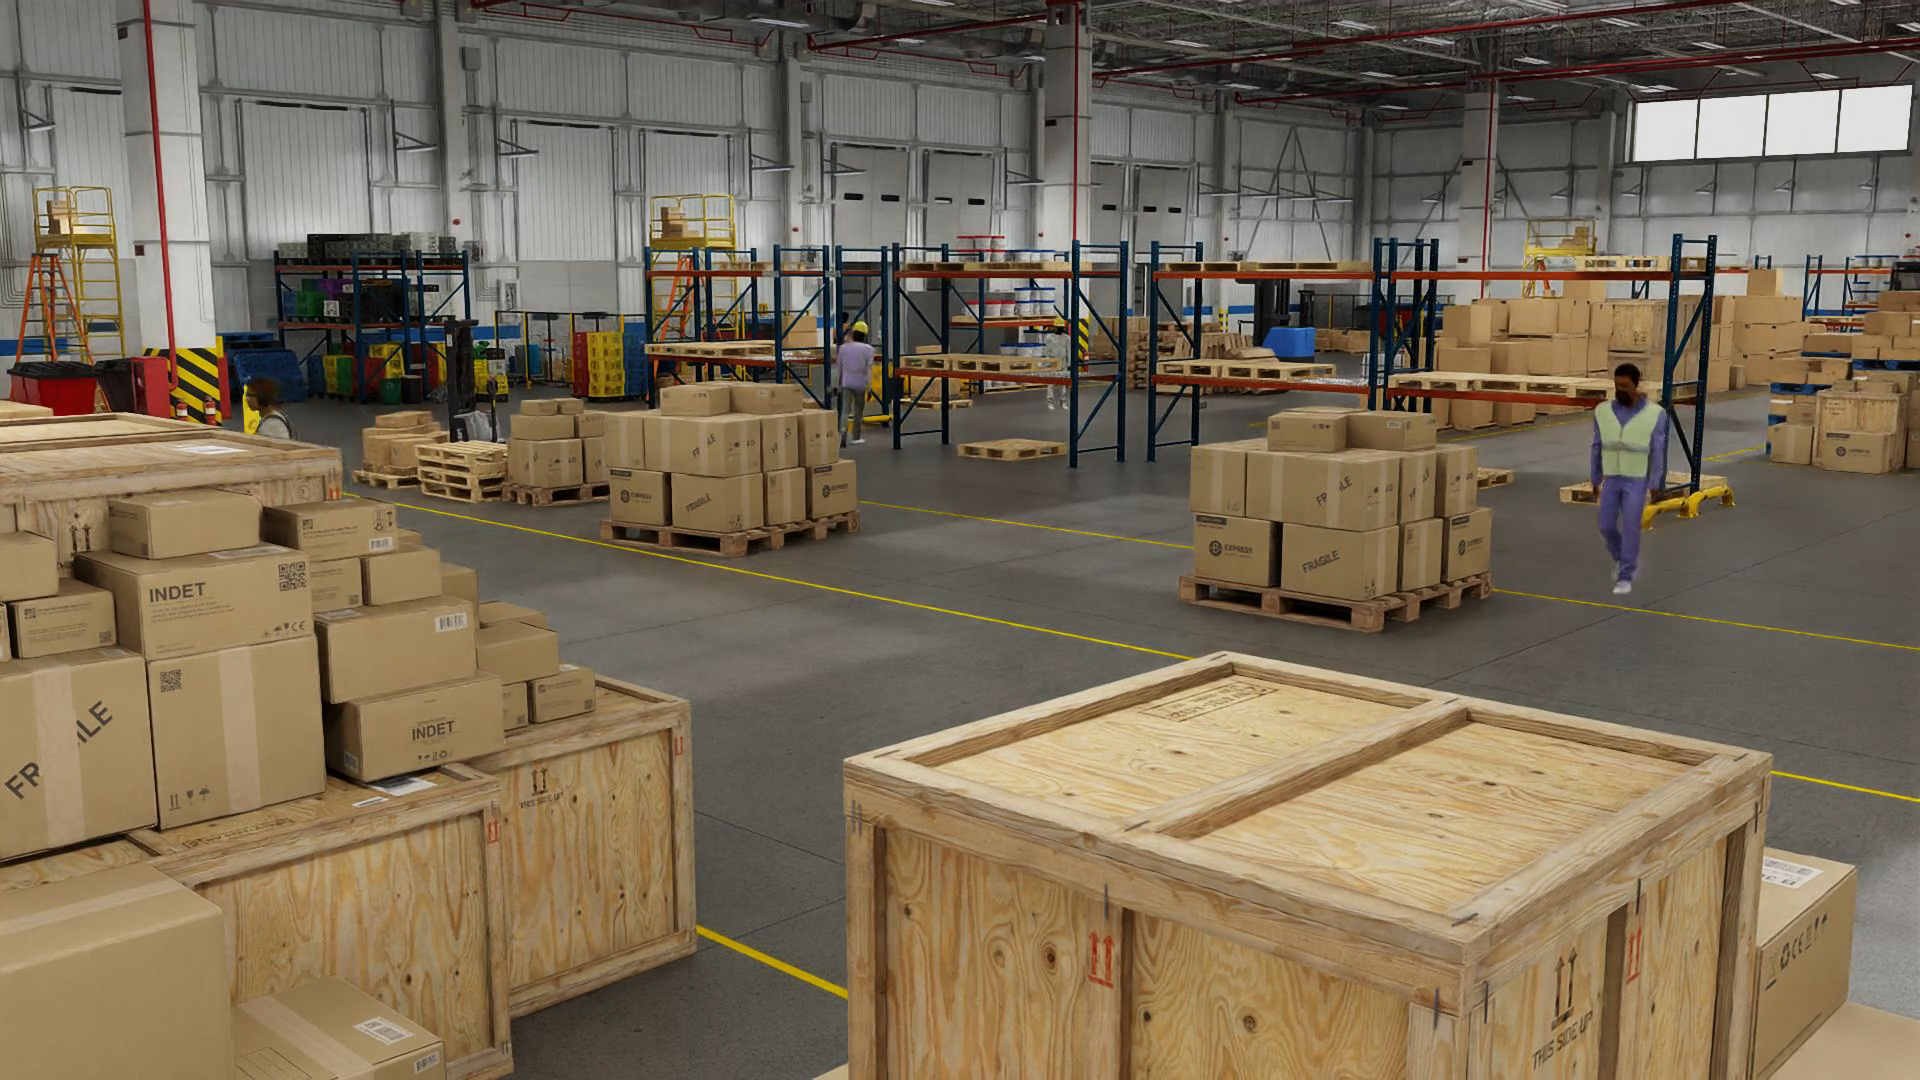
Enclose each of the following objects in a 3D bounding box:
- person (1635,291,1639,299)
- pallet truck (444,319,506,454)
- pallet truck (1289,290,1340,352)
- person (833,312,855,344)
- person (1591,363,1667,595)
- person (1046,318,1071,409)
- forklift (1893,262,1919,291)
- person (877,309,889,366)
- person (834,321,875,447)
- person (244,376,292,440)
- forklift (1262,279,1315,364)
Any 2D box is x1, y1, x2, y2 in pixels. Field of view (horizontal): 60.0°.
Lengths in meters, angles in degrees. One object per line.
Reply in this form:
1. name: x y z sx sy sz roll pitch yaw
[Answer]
1. person: 22.601 -7.403 55.861 0.363 1.934 0.630 9 13 43
2. pallet truck: -6.981 -1.942 22.150 1.885 1.965 0.823 1 9 9
3. pallet truck: 11.297 -6.951 52.861 1.885 1.965 0.823 -5 11 -29
4. person: -2.634 -4.417 38.313 0.556 1.658 0.808 1 9 7
5. person: 5.486 -0.507 13.679 0.598 1.903 0.488 8 12 40
6. person: 1.861 -3.332 31.474 0.485 1.739 0.319 -2 9 -11
7. forklift: 23.247 -5.404 40.679 1.129 2.768 1.873 4 10 21
8. person: -2.041 -5.356 44.211 0.321 1.631 0.525 1 9 4
9. person: -1.613 -2.331 24.904 0.641 1.882 0.859 3 10 16
10. person: -5.394 -0.351 12.896 0.483 1.832 0.539 -3 10 -17
11. forklift: 8.555 -6.090 44.881 1.873 2.768 1.129 9 13 43
